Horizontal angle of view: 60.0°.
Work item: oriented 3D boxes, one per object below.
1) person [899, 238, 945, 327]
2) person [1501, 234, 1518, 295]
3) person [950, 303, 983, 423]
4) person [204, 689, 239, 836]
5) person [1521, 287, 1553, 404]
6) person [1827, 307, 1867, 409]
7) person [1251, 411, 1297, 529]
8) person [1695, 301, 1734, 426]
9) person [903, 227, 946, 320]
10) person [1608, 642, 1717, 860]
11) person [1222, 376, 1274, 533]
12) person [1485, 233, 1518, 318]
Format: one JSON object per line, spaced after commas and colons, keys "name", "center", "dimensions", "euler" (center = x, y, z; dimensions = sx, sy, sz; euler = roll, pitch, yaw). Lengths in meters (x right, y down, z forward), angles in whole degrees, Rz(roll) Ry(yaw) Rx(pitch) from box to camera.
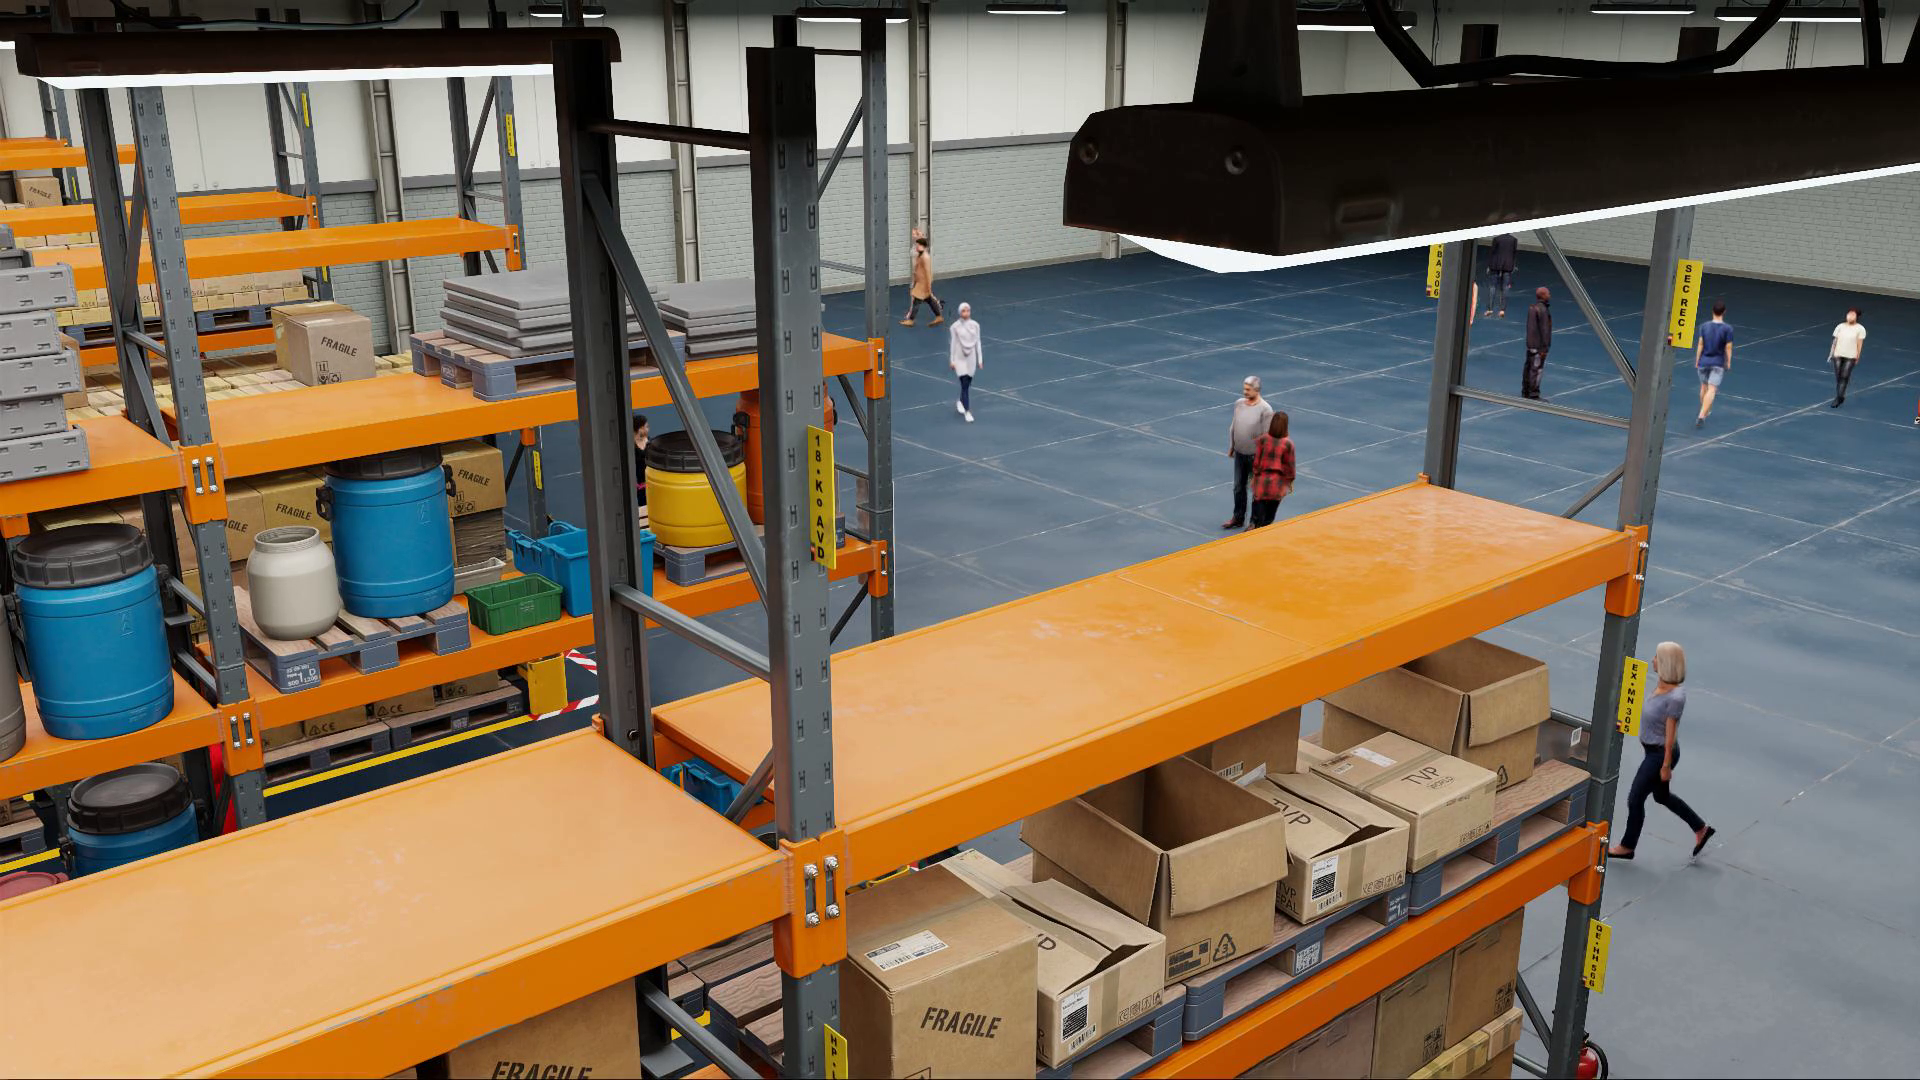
{"name": "person", "center": [-0.630, -4.959, 32.184], "dimensions": [1.236, 1.683, 0.974], "euler": [-5, 19, -15]}
{"name": "person", "center": [11.531, -5.753, 35.012], "dimensions": [0.786, 1.441, 0.983], "euler": [9, 20, 25]}
{"name": "person", "center": [0.063, -2.699, 25.150], "dimensions": [1.151, 1.742, 0.991], "euler": [-5, 19, -16]}
{"name": "person", "center": [-4.918, 1.806, 11.339], "dimensions": [0.780, 1.727, 1.058], "euler": [12, 22, 33]}
{"name": "person", "center": [9.071, -3.082, 26.190], "dimensions": [0.800, 1.826, 0.789], "euler": [-2, 18, -6]}
{"name": "person", "center": [13.792, -2.838, 25.861], "dimensions": [0.840, 1.566, 0.599], "euler": [-13, 22, -35]}
{"name": "person", "center": [3.481, -0.595, 18.792], "dimensions": [0.696, 1.678, 0.694], "euler": [12, 22, 33]}
{"name": "person", "center": [11.168, -2.599, 24.731], "dimensions": [0.834, 1.812, 1.219], "euler": [13, 22, 34]}
{"name": "person", "center": [-0.727, -5.254, 32.892], "dimensions": [1.160, 1.806, 0.900], "euler": [-5, 19, -14]}
{"name": "person", "center": [5.193, 1.574, 12.111], "dimensions": [1.051, 1.691, 1.055], "euler": [3, 18, 10]}
{"name": "person", "center": [3.448, -1.033, 19.778], "dimensions": [0.613, 1.900, 0.722], "euler": [-16, 24, -40]}
{"name": "person", "center": [9.761, -4.925, 30.106], "dimensions": [0.809, 1.778, 0.765], "euler": [3, 18, 9]}
